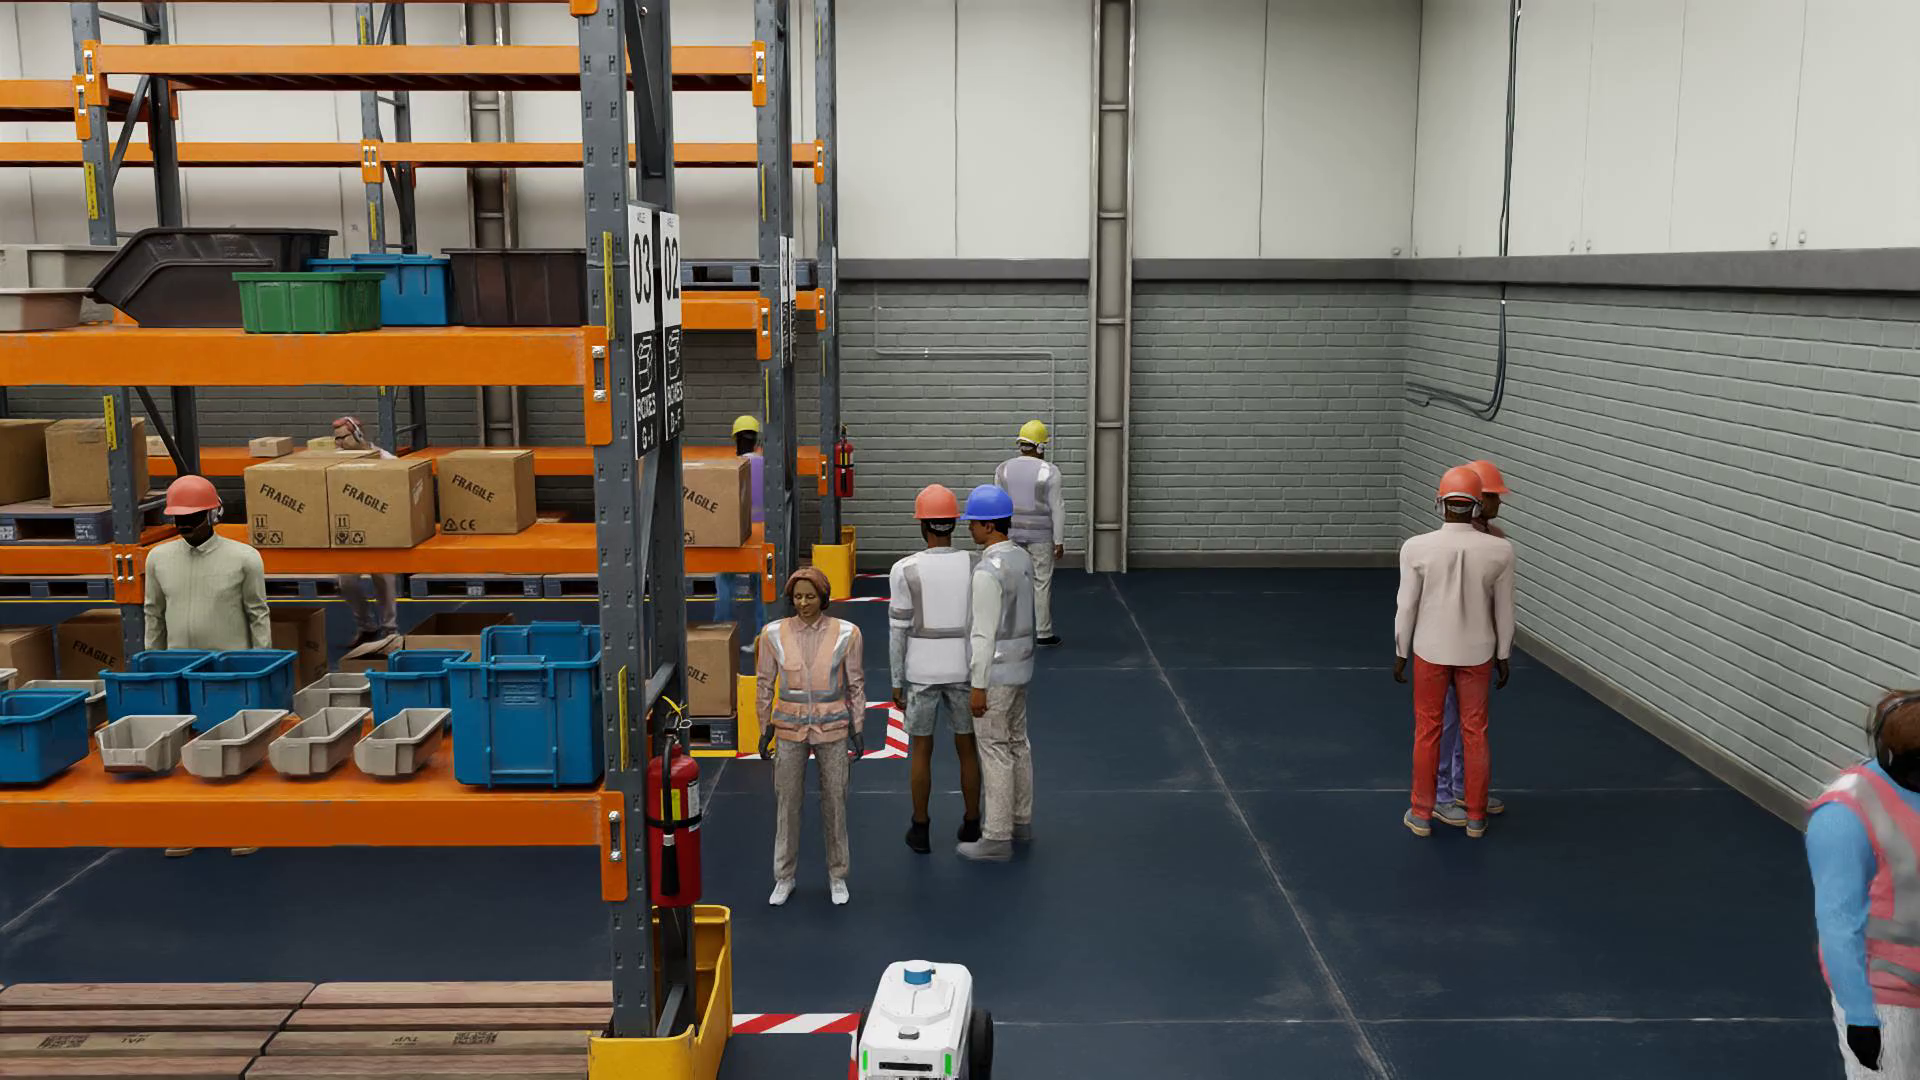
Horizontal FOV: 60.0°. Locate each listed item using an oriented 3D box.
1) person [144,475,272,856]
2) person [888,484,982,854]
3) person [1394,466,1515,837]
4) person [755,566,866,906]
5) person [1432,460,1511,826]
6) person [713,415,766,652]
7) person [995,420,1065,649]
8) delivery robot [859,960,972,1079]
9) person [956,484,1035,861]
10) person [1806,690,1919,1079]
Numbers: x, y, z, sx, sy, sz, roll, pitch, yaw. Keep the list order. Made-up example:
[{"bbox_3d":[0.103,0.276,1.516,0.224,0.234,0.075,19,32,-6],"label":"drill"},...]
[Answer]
[{"bbox_3d":[-3.875,0.652,8.566,0.623,1.992,0.397,0,9,-3],"label":"person"},{"bbox_3d":[-0.106,0.673,8.656,0.547,1.929,0.387,-2,9,-10],"label":"person"},{"bbox_3d":[2.636,0.598,8.898,0.623,1.992,0.392,1,9,7],"label":"person"},{"bbox_3d":[-0.708,0.933,7.930,0.525,1.639,0.307,0,9,-1],"label":"person"},{"bbox_3d":[2.807,0.554,9.160,0.612,1.997,0.375,-8,12,-42],"label":"person"},{"bbox_3d":[-1.746,-0.042,13.198,0.782,1.873,0.622,7,11,36],"label":"person"},{"bbox_3d":[0.575,-0.045,13.333,0.600,1.830,0.404,5,11,29],"label":"person"},{"bbox_3d":[-0.151,1.750,5.953,0.477,0.478,0.707,1,9,5],"label":"delivery robot"},{"bbox_3d":[0.187,0.675,8.598,0.410,1.938,0.610,4,10,21],"label":"person"},{"bbox_3d":[2.827,1.333,4.979,0.669,1.806,0.462,-4,10,-24],"label":"person"}]
